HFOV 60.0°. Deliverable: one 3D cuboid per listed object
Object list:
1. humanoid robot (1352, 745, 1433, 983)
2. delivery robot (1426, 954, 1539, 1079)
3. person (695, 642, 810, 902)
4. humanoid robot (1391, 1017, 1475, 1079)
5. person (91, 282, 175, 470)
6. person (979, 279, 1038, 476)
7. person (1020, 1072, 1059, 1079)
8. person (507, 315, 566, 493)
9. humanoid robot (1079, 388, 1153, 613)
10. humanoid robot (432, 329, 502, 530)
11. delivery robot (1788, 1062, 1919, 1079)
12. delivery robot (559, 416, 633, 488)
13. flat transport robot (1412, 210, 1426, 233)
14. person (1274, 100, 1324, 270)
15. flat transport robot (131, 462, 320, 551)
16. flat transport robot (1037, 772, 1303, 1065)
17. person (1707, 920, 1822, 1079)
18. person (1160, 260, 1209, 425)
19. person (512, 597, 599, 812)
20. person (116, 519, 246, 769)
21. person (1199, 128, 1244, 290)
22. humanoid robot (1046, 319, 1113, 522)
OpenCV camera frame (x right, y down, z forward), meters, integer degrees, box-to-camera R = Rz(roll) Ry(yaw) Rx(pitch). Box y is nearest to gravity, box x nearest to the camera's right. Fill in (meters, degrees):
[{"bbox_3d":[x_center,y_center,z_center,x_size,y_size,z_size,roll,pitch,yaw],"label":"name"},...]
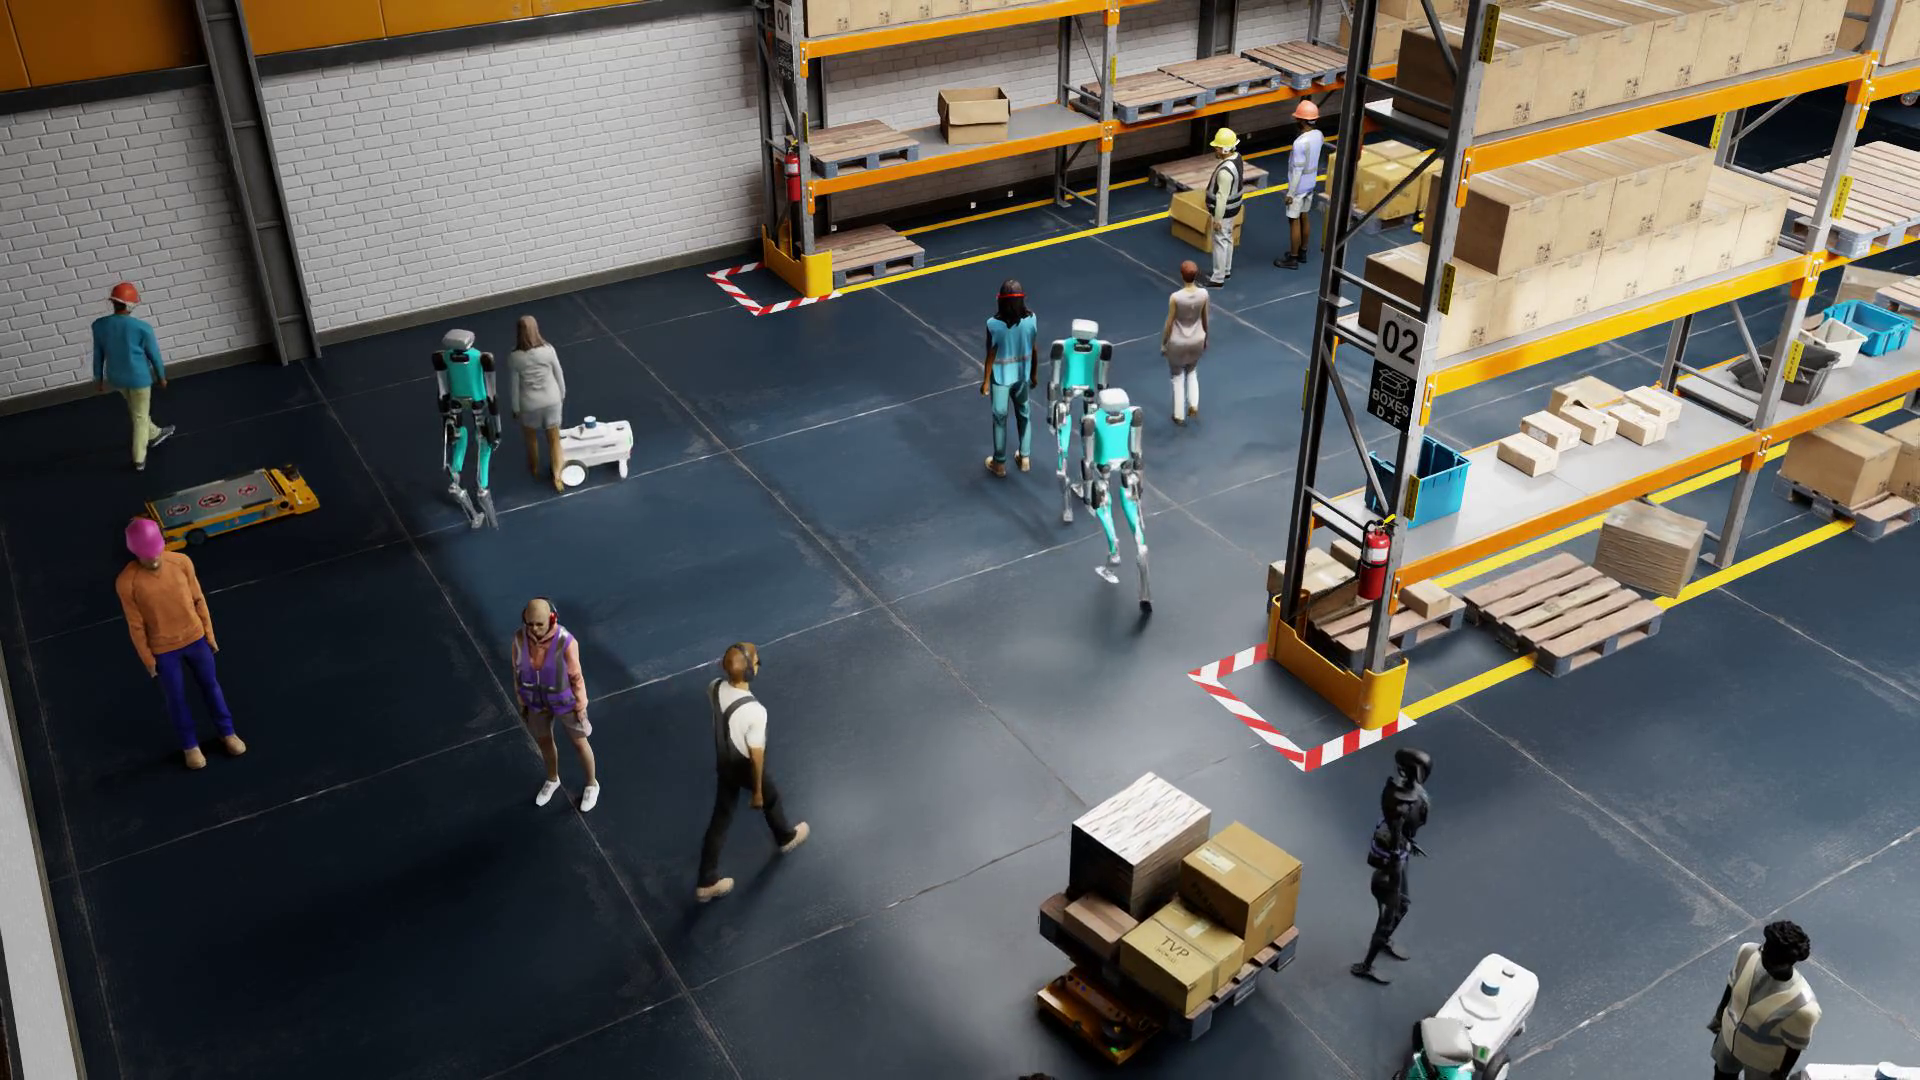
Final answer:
[{"bbox_3d":[2.568,1.879,9.756,0.327,1.649,0.600,12,34,18],"label":"humanoid robot"},{"bbox_3d":[2.959,2.741,9.460,0.501,0.613,0.784,26,40,35],"label":"delivery robot"},{"bbox_3d":[-1.373,1.417,10.392,0.518,1.795,0.975,23,39,32],"label":"person"},{"bbox_3d":[1.949,2.987,7.954,0.886,1.766,0.532,-4,32,-6],"label":"humanoid robot"},{"bbox_3d":[-7.546,-1.517,15.154,0.628,1.689,0.768,2,32,4],"label":"person"},{"bbox_3d":[0.449,-1.443,14.881,0.544,1.864,0.376,-11,34,-17],"label":"person"},{"bbox_3d":[0.197,3.120,7.604,0.729,1.868,0.584,-2,32,-4],"label":"person"},{"bbox_3d":[-3.768,-1.258,14.800,0.512,1.632,0.721,-13,34,-19],"label":"person"},{"bbox_3d":[1.318,-0.237,13.085,0.536,1.761,0.983,-10,34,-16],"label":"humanoid robot"},{"bbox_3d":[-4.179,-0.797,14.053,0.530,1.866,0.769,4,32,6],"label":"humanoid robot"},{"bbox_3d":[4.889,3.058,8.956,0.812,0.614,0.499,1,32,2],"label":"delivery robot"},{"bbox_3d":[-3.374,-0.824,15.147,0.785,0.614,0.507,-10,34,-16],"label":"delivery robot"},{"bbox_3d":[6.193,-4.001,20.465,0.659,0.231,1.431,23,39,32],"label":"flat transport robot"},{"bbox_3d":[3.863,-4.046,18.968,0.360,1.935,0.552,22,38,31],"label":"person"},{"bbox_3d":[-6.424,-0.280,14.530,1.431,0.231,0.659,-20,37,-29],"label":"flat transport robot"},{"bbox_3d":[1.199,2.542,10.030,1.431,0.231,0.659,-26,41,-35],"label":"flat transport robot"},{"bbox_3d":[4.094,2.608,8.585,0.319,1.693,0.534,-10,34,-16],"label":"person"},{"bbox_3d":[2.122,-1.873,15.764,0.469,1.642,0.364,-9,33,-14],"label":"person"},{"bbox_3d":[-2.690,1.084,11.025,0.480,1.687,0.354,5,32,9],"label":"person"},{"bbox_3d":[-5.364,0.697,11.376,0.511,1.974,0.406,-25,40,-34],"label":"person"},{"bbox_3d":[2.921,-3.683,18.497,0.403,1.824,0.591,12,34,18],"label":"person"},{"bbox_3d":[1.030,-0.954,14.251,0.569,1.777,0.883,-2,32,-3],"label":"humanoid robot"}]
